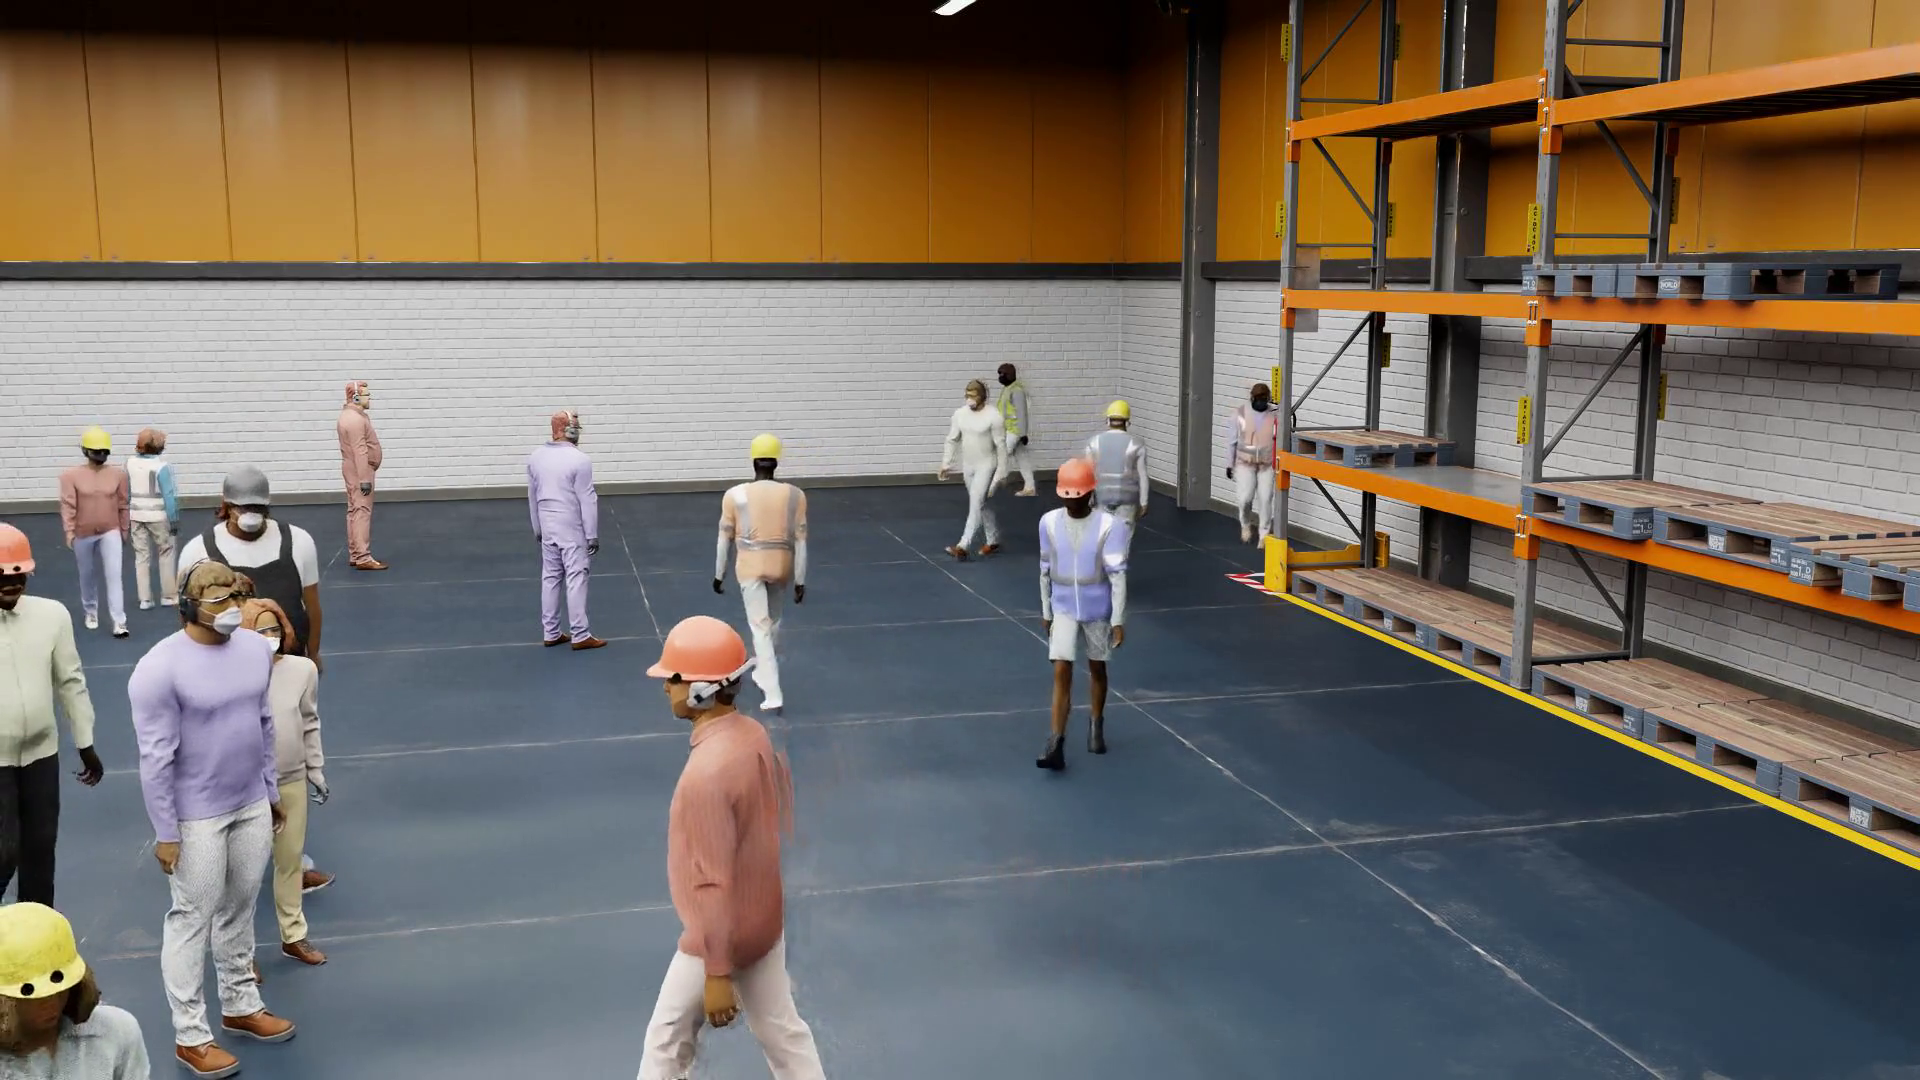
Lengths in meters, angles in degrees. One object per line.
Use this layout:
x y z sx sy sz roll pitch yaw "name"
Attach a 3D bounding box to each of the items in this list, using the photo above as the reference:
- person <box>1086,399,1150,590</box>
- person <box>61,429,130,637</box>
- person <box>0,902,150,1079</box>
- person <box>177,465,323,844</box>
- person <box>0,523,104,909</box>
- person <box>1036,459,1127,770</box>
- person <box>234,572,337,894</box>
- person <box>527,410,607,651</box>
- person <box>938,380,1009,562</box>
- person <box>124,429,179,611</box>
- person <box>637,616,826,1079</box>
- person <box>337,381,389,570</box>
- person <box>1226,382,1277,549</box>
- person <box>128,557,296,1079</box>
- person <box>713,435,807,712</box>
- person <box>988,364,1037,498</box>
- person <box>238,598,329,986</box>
1.474 -0.403 15.530 0.603 1.813 0.421 4 10 23 "person"
-7.130 -0.065 13.755 0.530 1.712 0.940 -6 11 -35 "person"
-1.936 1.575 3.577 0.918 1.692 0.504 5 10 27 "person"
-3.784 0.553 8.869 0.692 2.000 0.815 -6 11 -35 "person"
-3.951 0.897 6.935 0.452 1.971 0.658 5 10 29 "person"
0.732 0.445 10.041 0.580 1.870 0.991 3 9 16 "person"
-3.411 0.943 7.858 0.864 1.589 0.521 5 10 27 "person"
-3.117 -0.079 13.240 0.650 1.904 0.401 5 11 30 "person"
0.145 -0.726 17.346 0.643 1.872 1.047 8 12 40 "person"
-7.175 -0.178 14.773 0.553 1.623 0.350 2 9 14 "person"
-0.808 1.189 5.202 1.007 1.936 0.648 2 9 11 "person"
-6.036 -0.650 16.794 0.408 1.908 0.646 -5 10 -29 "person"
3.225 -0.805 18.046 0.680 1.819 0.441 2 9 10 "person"
-2.798 1.019 6.279 0.372 1.939 0.629 3 10 20 "person"
-1.366 0.211 11.523 0.608 1.878 0.981 -4 10 -23 "person"
0.600 -1.446 22.126 0.955 1.789 0.636 -1 9 -6 "person"
-2.929 1.046 7.055 0.285 1.634 0.499 8 12 41 "person"
